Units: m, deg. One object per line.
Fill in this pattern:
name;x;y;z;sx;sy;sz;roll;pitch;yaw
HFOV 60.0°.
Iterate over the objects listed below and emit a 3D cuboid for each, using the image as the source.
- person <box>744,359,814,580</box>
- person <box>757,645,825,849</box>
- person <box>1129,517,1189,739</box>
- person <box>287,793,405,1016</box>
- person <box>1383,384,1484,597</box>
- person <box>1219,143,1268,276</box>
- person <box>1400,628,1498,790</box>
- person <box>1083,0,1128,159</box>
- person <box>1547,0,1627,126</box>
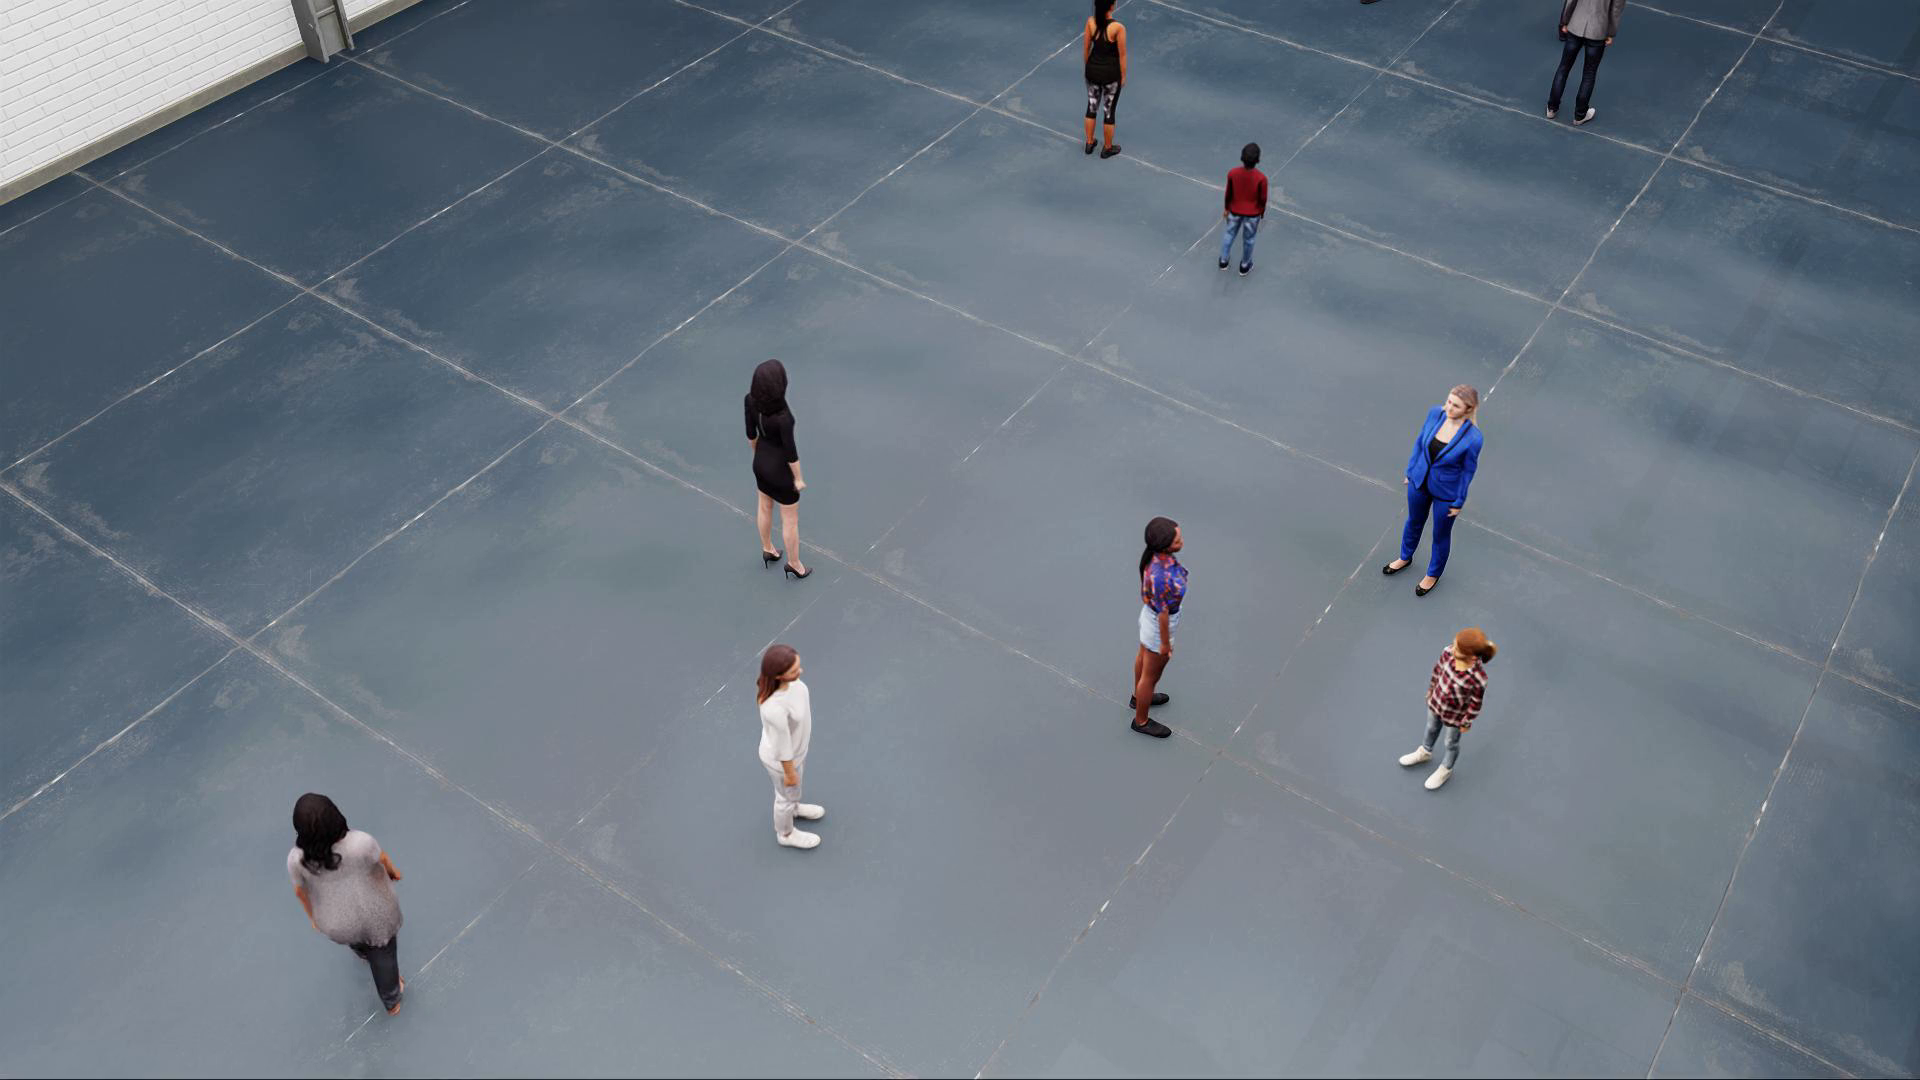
person;-1.262;-0.466;11.339;0.620;1.806;0.537;34;53;30
person;-1.022;1.190;9.687;0.755;1.687;0.670;-1;44;-1
person;1.224;0.524;10.346;0.729;1.743;0.629;1;44;1
person;-3.249;2.005;8.910;0.943;1.578;0.984;-9;44;-10
person;3.253;-0.365;11.309;0.631;1.701;0.673;-31;52;-28
person;2.438;-2.818;14.207;0.551;1.255;0.562;16;46;16
person;3.013;0.997;10.166;0.605;1.306;0.594;-22;48;-21
person;1.339;-4.368;15.542;0.578;1.659;0.505;25;49;24
person;6.036;-4.905;15.950;0.678;1.872;0.566;25;49;24
